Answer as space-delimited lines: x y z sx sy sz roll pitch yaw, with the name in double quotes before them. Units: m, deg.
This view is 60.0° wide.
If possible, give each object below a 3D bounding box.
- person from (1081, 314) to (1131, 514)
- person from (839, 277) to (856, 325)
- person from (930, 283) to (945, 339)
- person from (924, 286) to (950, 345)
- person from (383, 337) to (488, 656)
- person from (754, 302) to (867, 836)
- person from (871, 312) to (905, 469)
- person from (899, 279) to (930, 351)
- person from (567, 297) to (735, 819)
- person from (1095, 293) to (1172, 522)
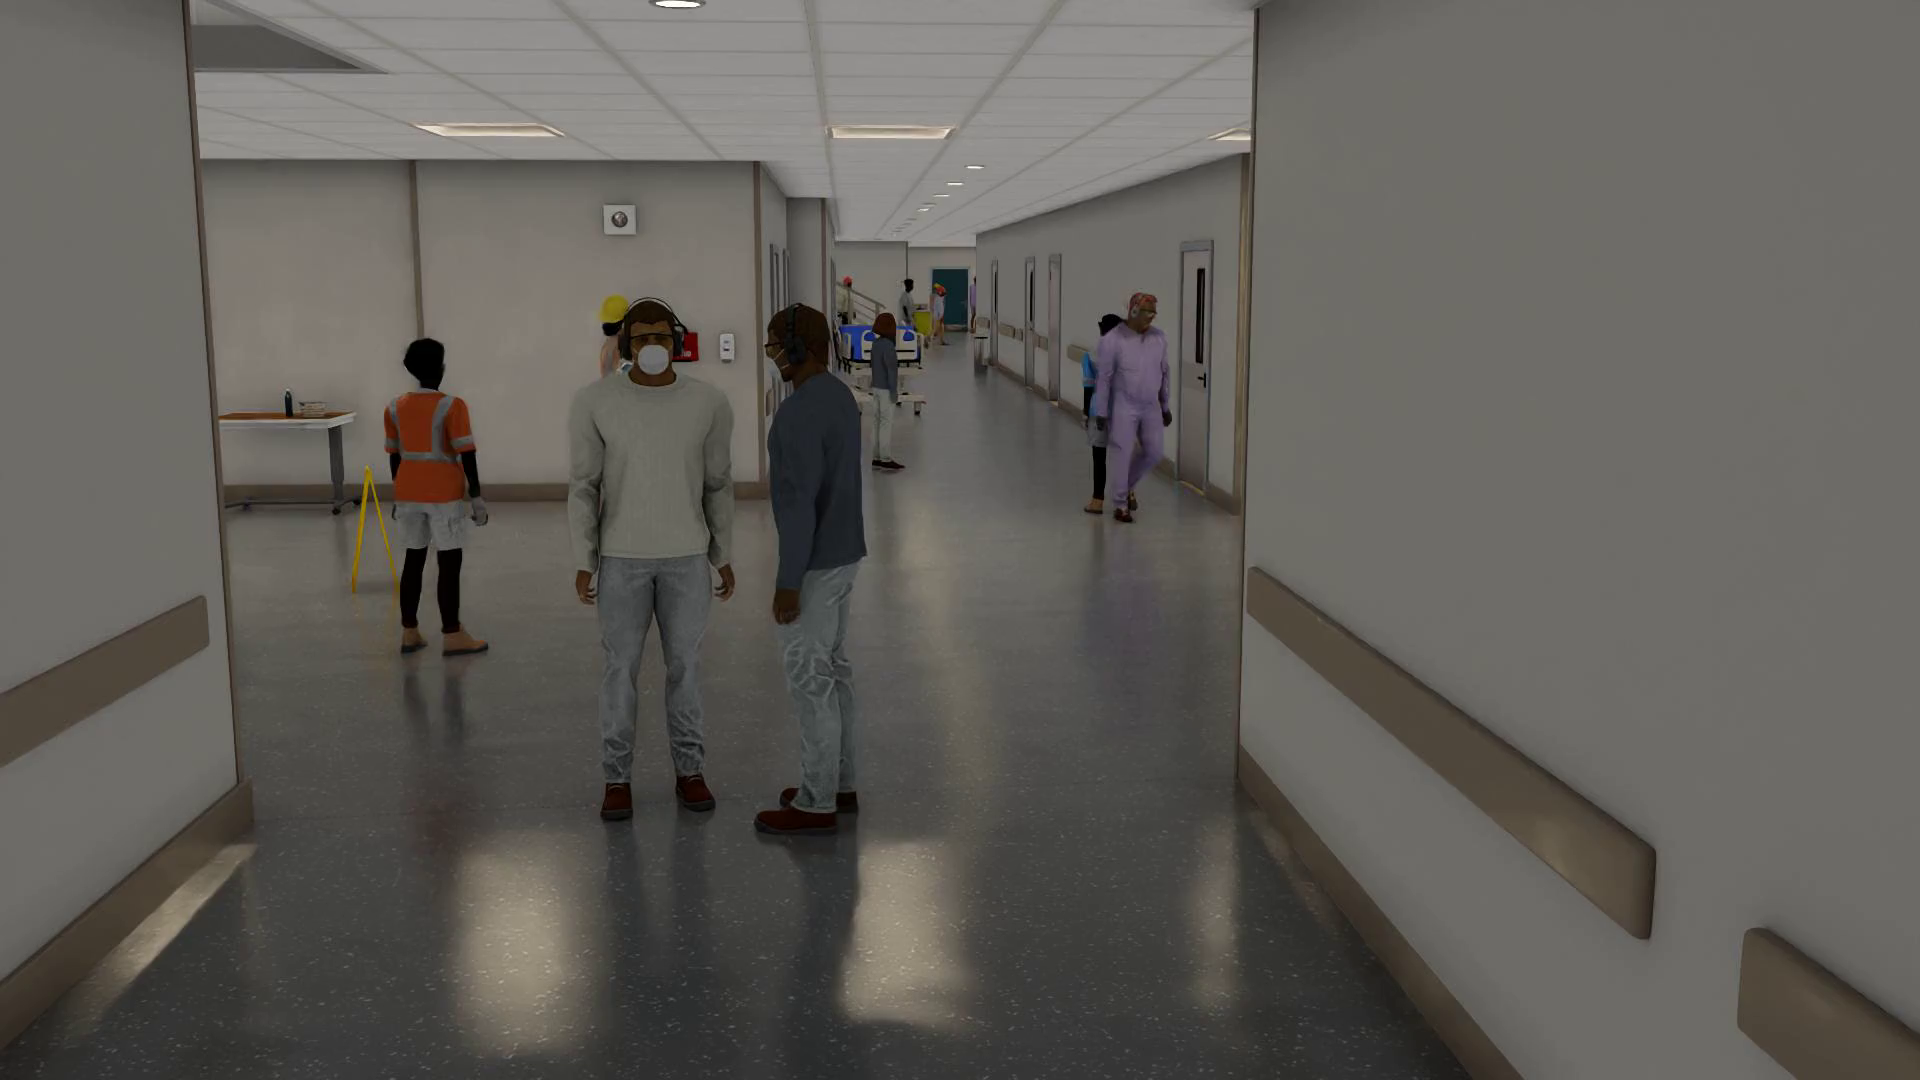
"person" 1.272 -1.065 14.123 0.535 1.697 0.318 -3 10 -18
"person" -3.135 -6.551 47.700 0.836 1.964 0.654 3 10 19
"person" -0.730 -7.239 52.667 0.522 1.769 0.317 -4 10 -23
"person" -0.693 -6.434 47.754 0.780 1.723 0.573 -1 9 -7
"person" -2.815 -0.230 8.873 0.596 1.698 0.322 4 10 24
"person" -0.537 0.103 6.083 0.383 1.928 0.636 1 9 9
"person" -0.777 -1.560 17.427 0.278 1.634 0.498 -4 10 -24
"person" -1.303 -5.929 43.949 1.004 1.914 0.632 3 10 18
"person" -1.144 0.069 6.241 0.627 1.940 0.370 -3 10 -18
"person" 1.430 -1.104 13.784 0.686 1.884 0.491 -4 10 -26
